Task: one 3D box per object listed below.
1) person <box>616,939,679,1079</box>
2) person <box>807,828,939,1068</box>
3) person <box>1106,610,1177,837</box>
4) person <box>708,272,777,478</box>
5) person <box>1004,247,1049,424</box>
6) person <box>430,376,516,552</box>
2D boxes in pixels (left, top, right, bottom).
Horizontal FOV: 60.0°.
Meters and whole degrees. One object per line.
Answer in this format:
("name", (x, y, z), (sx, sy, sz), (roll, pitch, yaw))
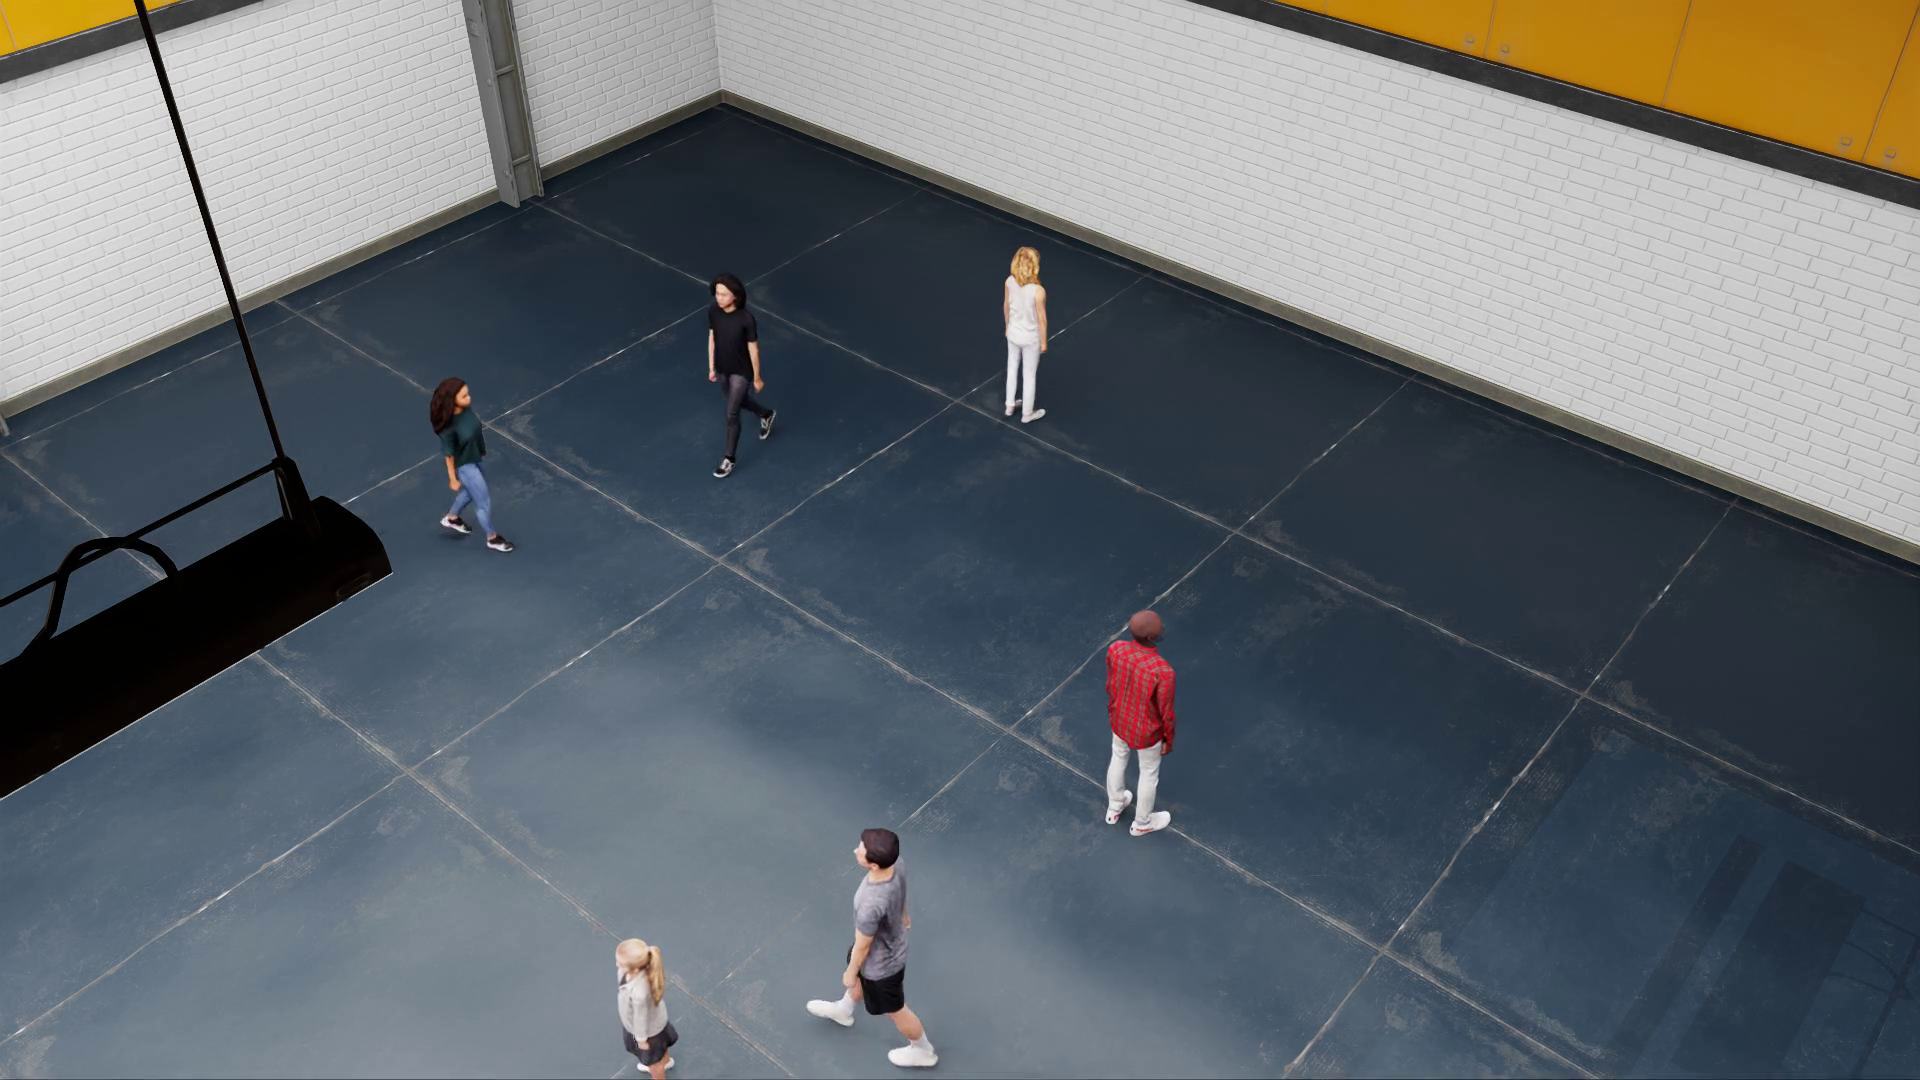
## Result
("person", (-1.743, 2.643, 9.268), (0.670, 1.276, 0.610), (-3, 39, -4))
("person", (-0.358, 2.308, 9.239), (1.031, 1.837, 1.131), (10, 40, 12))
("person", (1.149, 1.169, 10.679), (0.655, 1.818, 0.574), (30, 47, 32))
("person", (-1.849, -1.477, 14.008), (0.725, 1.800, 1.145), (23, 44, 26))
("person", (0.552, -1.803, 14.520), (0.592, 1.669, 0.527), (28, 46, 31))
("person", (-3.928, -0.609, 13.086), (0.882, 1.594, 0.925), (7, 39, 9))
